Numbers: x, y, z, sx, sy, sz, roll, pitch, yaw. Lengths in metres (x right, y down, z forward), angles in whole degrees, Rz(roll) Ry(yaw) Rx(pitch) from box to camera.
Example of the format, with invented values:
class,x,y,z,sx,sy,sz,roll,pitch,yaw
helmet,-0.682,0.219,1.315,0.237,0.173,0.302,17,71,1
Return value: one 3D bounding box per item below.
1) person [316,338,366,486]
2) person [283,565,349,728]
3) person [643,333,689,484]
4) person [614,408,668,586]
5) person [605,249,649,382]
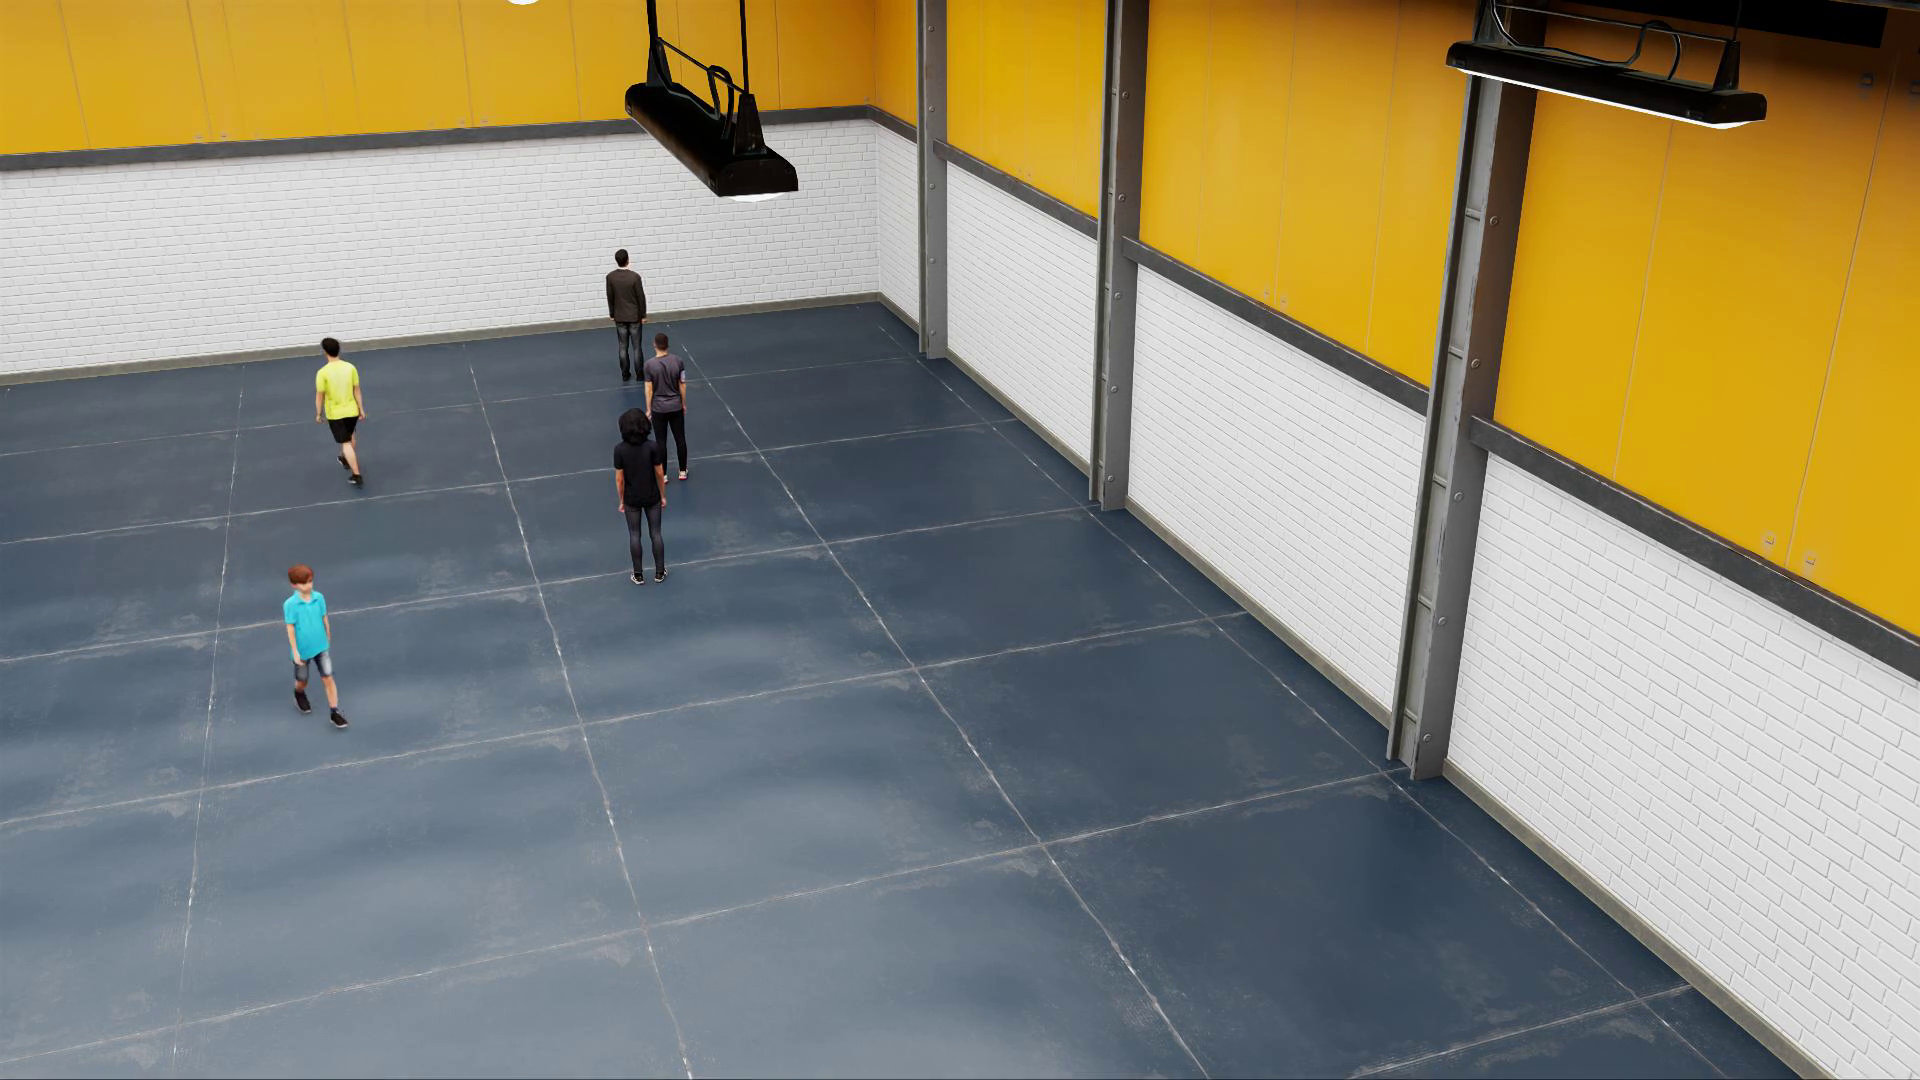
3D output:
class,x,y,z,sx,sy,sz,roll,pitch,yaw
person,-7.033,-1.439,19.014,0.938,1.662,1.191,-21,31,-40
person,-5.517,0.872,14.019,0.728,1.429,0.982,-19,30,-36
person,-3.362,-1.519,19.070,0.643,1.764,0.562,-10,26,-22
person,-3.163,-0.440,16.511,0.659,1.836,0.575,-5,24,-11
person,-4.499,-3.052,22.527,0.753,1.804,0.717,3,24,6
